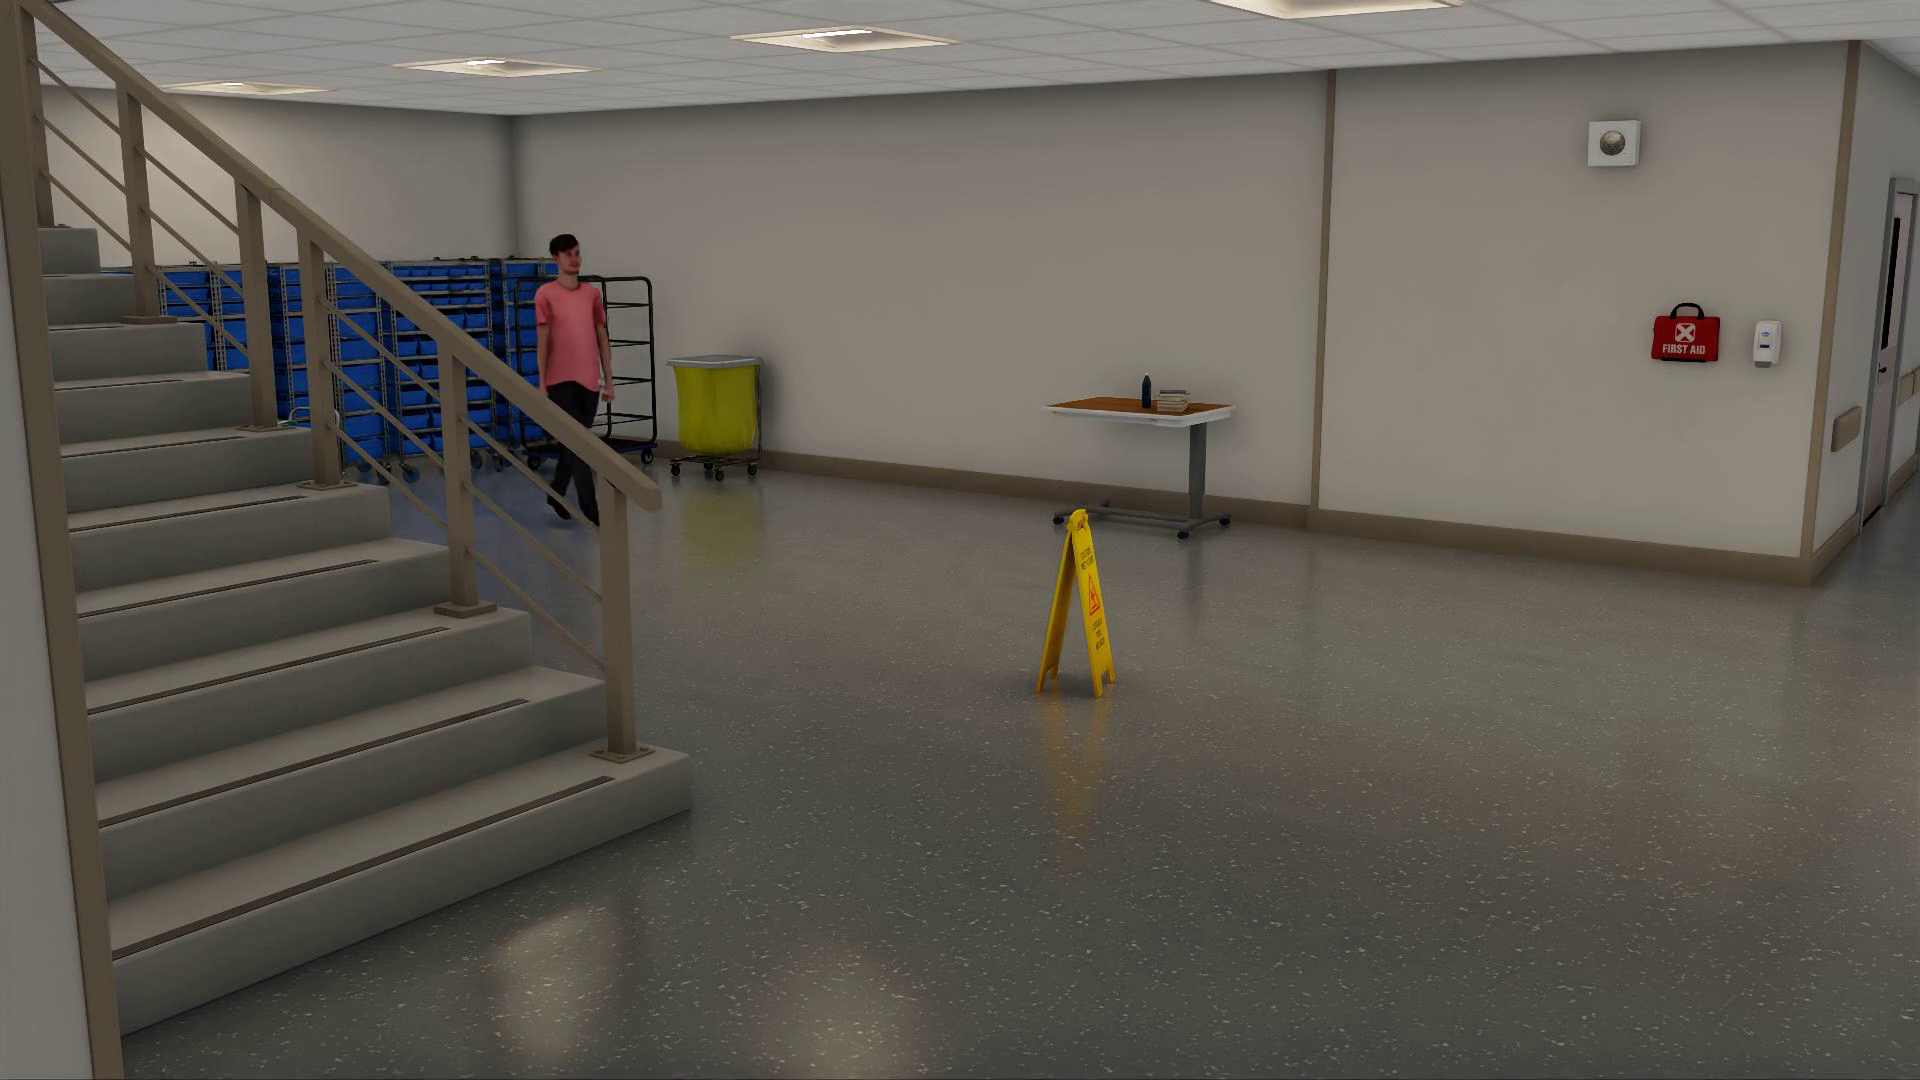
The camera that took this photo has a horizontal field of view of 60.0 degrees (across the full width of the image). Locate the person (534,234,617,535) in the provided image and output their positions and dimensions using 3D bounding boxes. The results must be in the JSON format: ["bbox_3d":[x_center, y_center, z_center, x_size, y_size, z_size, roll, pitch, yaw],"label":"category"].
[{"bbox_3d":[-2.583,-1.006,10.966,0.832,1.914,1.262,-9,14,-41],"label":"person"}]
